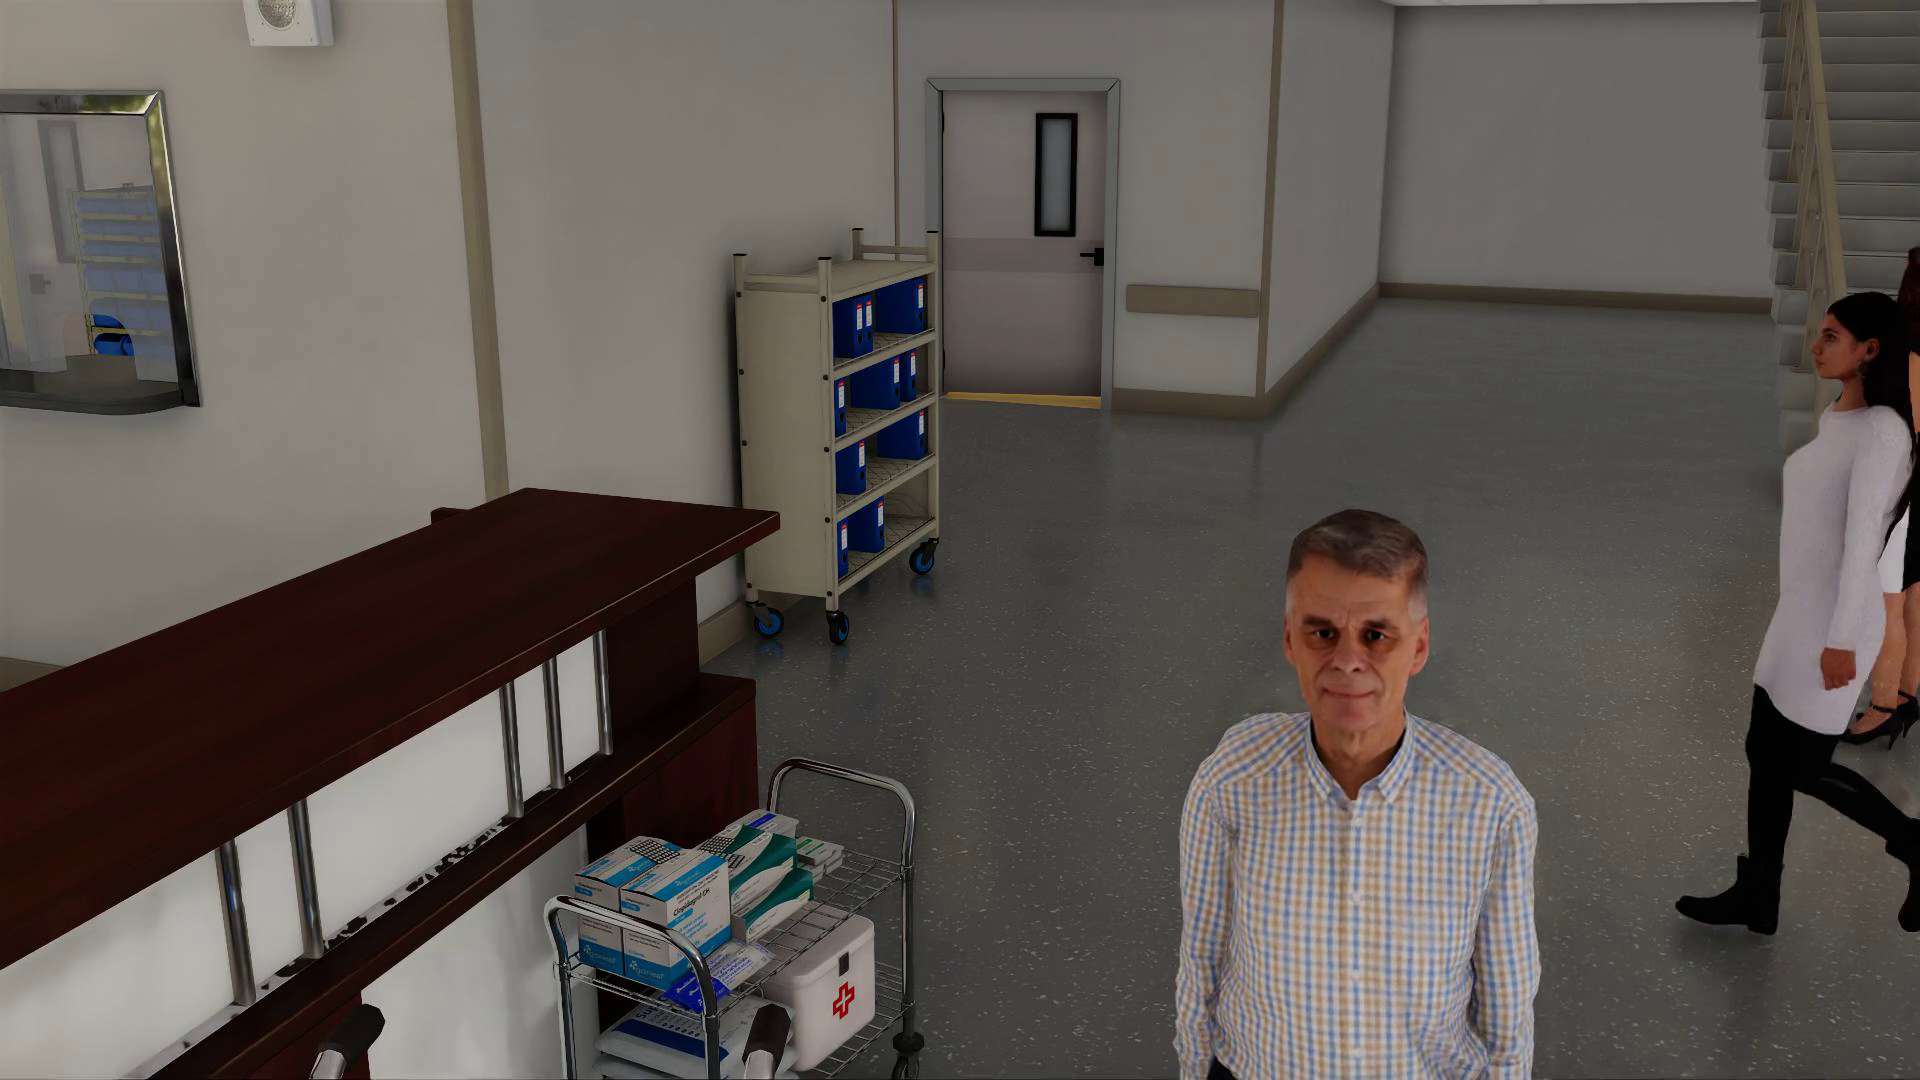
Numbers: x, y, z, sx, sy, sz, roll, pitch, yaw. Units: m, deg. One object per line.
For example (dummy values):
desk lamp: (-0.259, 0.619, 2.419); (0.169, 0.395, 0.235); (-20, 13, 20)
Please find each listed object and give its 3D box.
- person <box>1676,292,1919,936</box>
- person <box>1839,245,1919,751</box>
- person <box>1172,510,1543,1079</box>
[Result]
person: (2.383, 0.261, 4.406); (0.772, 1.790, 0.921); (3, 16, 11)
person: (3.322, -0.145, 5.837); (0.615, 1.795, 0.723); (-12, 20, -36)
person: (0.566, 0.824, 2.410); (0.730, 1.791, 1.169); (4, 16, 14)
